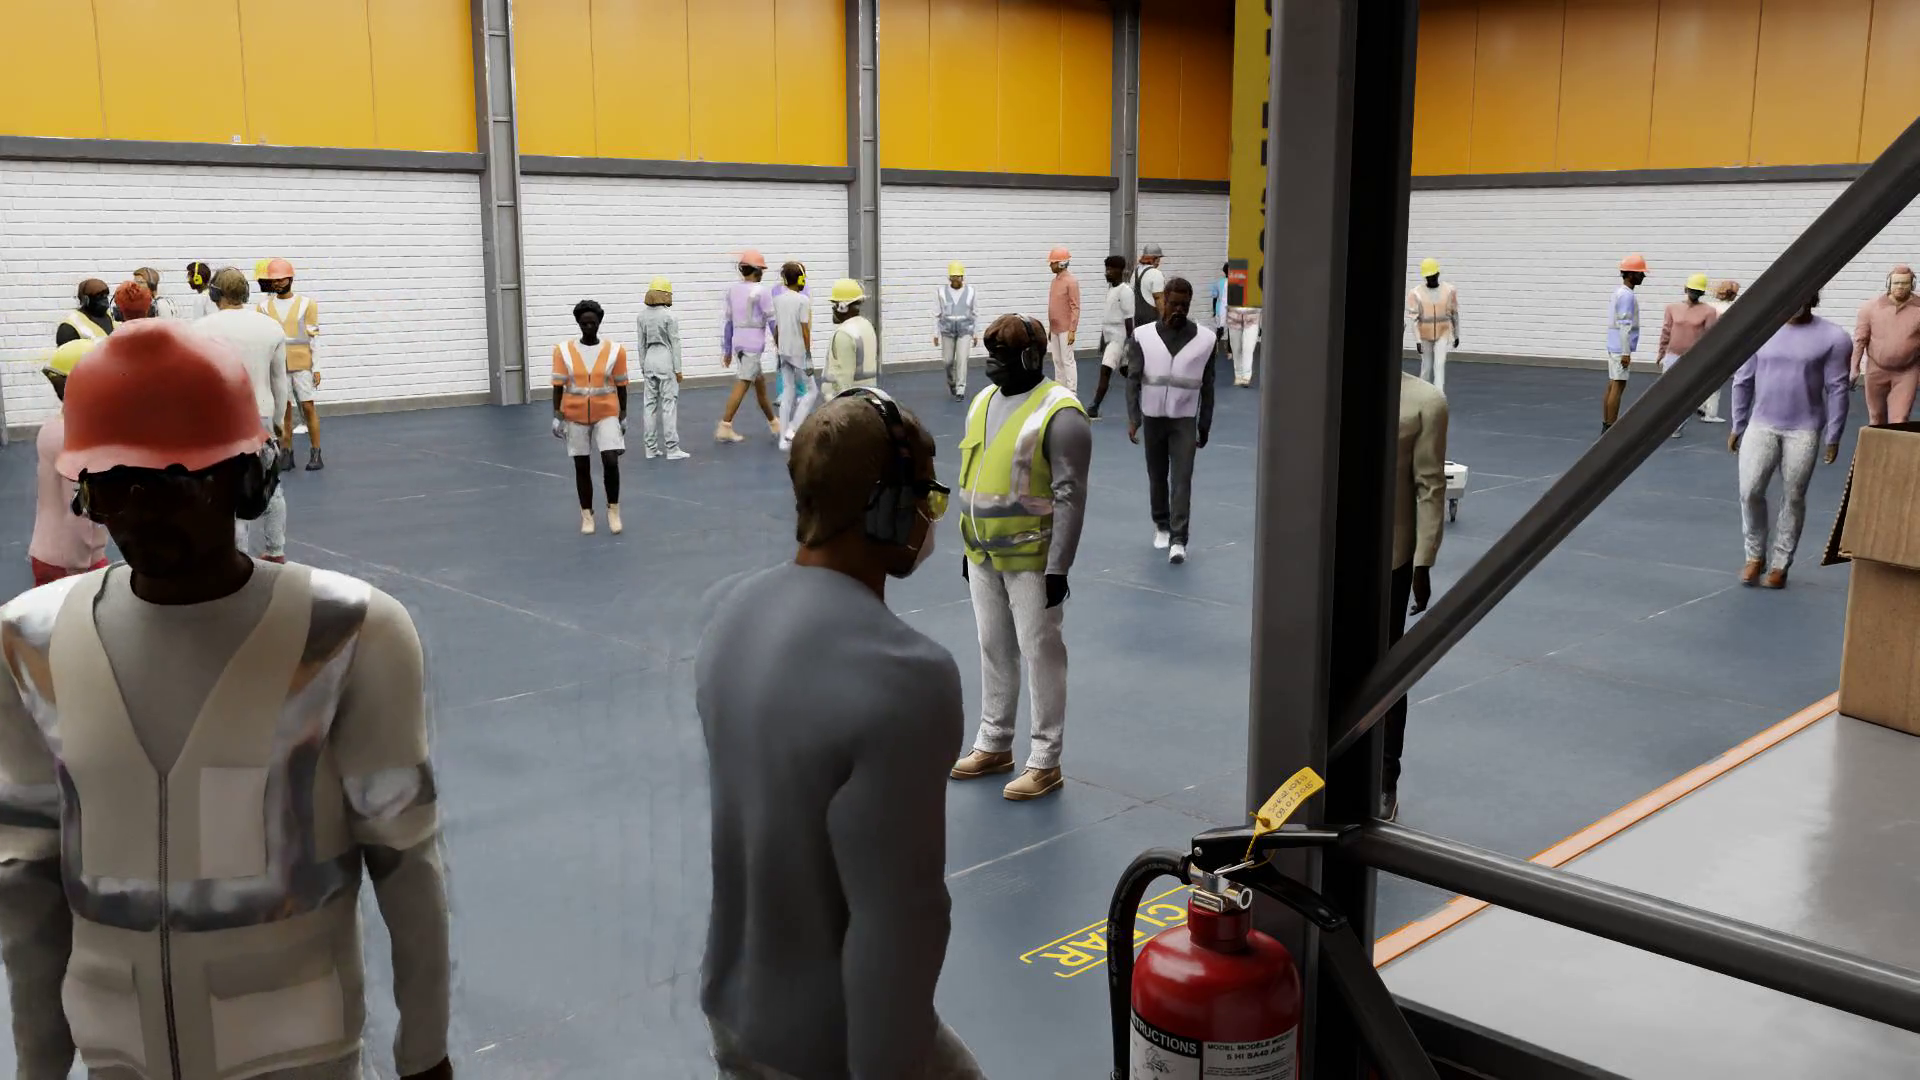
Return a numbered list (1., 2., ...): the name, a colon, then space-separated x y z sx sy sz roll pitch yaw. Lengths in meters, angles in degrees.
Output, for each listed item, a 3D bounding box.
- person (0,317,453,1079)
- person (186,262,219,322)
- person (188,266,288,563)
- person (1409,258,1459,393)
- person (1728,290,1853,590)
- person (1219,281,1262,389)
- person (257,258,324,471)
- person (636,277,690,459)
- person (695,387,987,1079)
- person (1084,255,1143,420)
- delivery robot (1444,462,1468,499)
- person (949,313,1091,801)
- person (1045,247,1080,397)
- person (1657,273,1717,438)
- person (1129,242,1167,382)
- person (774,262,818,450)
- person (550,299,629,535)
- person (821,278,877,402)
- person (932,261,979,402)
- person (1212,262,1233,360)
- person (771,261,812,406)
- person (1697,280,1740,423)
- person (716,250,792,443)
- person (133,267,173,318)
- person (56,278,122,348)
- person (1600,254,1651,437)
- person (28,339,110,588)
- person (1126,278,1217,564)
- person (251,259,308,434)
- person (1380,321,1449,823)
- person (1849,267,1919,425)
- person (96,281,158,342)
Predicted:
1. person: -1.057 0.685 2.450 0.615 2.026 0.650 0 10 -2
2. person: -7.748 -1.912 17.084 0.739 1.844 0.577 0 10 1
3. person: -4.521 -0.737 10.442 0.372 1.940 0.630 8 13 38
4. person: 5.763 -2.491 20.251 0.611 1.860 0.841 2 11 13
5. person: 4.937 -0.643 9.958 0.654 1.926 0.515 7 13 34
6. person: 3.965 -3.035 23.396 0.637 1.785 1.016 3 11 14
7. person: -6.077 -1.580 15.082 0.544 1.933 0.378 -1 10 -4
8. person: -2.850 -1.640 15.921 0.484 1.737 0.305 5 12 26
9. person: -0.087 0.721 2.589 0.876 1.902 0.651 -7 13 -34
10. person: 1.836 -2.345 19.287 1.018 1.917 0.623 -2 11 -10
11. delivery robot: 3.417 -0.457 12.434 0.707 0.478 0.477 -2 11 -11
12. person: 0.209 0.060 6.363 0.429 1.844 0.626 -8 13 -38
13. person: 1.243 -2.599 20.445 0.390 1.990 0.623 -5 11 -24
14. person: 7.604 -1.928 17.450 0.550 1.739 0.378 6 12 31
15. person: 2.680 -3.112 23.111 0.536 2.000 0.687 -5 12 -26
16. person: -1.649 -1.817 16.538 0.582 1.859 0.422 9 14 41
17. person: -2.619 -0.853 11.785 0.547 1.685 0.469 -2 11 -9
18. person: -0.828 -1.041 12.420 0.429 1.815 0.601 4 11 19
19. person: -0.050 -2.703 21.521 0.602 1.809 0.689 0 10 2
20. person: 4.555 -3.909 28.443 0.542 1.684 0.590 4 11 21
21. person: -2.095 -2.561 20.742 0.572 1.809 0.710 3 11 16
22. person: 8.660 -2.135 18.918 0.376 1.620 0.532 -2 11 -10
23. person: -2.161 -2.008 17.266 1.090 1.989 0.622 -10 14 -42
24. person: -7.753 -1.671 15.836 0.743 1.821 0.554 -9 14 -42
25. person: -6.838 -1.192 13.329 0.964 1.795 0.620 3 11 14
26. person: 6.927 -1.997 17.317 0.379 1.937 0.548 3 11 15
27. person: -3.563 0.082 6.533 0.526 1.732 0.776 10 14 42
28. person: 1.397 -0.800 11.024 0.584 1.852 1.042 2 11 9
29. person: -7.222 -2.051 17.755 0.644 1.878 0.584 -8 13 -39
30. person: 1.436 0.043 6.033 0.609 1.995 0.378 7 13 34
31. person: 8.251 -1.486 14.759 0.667 1.848 1.010 7 12 32
32. person: -4.508 -0.491 9.256 0.572 1.883 0.355 -6 12 -29
